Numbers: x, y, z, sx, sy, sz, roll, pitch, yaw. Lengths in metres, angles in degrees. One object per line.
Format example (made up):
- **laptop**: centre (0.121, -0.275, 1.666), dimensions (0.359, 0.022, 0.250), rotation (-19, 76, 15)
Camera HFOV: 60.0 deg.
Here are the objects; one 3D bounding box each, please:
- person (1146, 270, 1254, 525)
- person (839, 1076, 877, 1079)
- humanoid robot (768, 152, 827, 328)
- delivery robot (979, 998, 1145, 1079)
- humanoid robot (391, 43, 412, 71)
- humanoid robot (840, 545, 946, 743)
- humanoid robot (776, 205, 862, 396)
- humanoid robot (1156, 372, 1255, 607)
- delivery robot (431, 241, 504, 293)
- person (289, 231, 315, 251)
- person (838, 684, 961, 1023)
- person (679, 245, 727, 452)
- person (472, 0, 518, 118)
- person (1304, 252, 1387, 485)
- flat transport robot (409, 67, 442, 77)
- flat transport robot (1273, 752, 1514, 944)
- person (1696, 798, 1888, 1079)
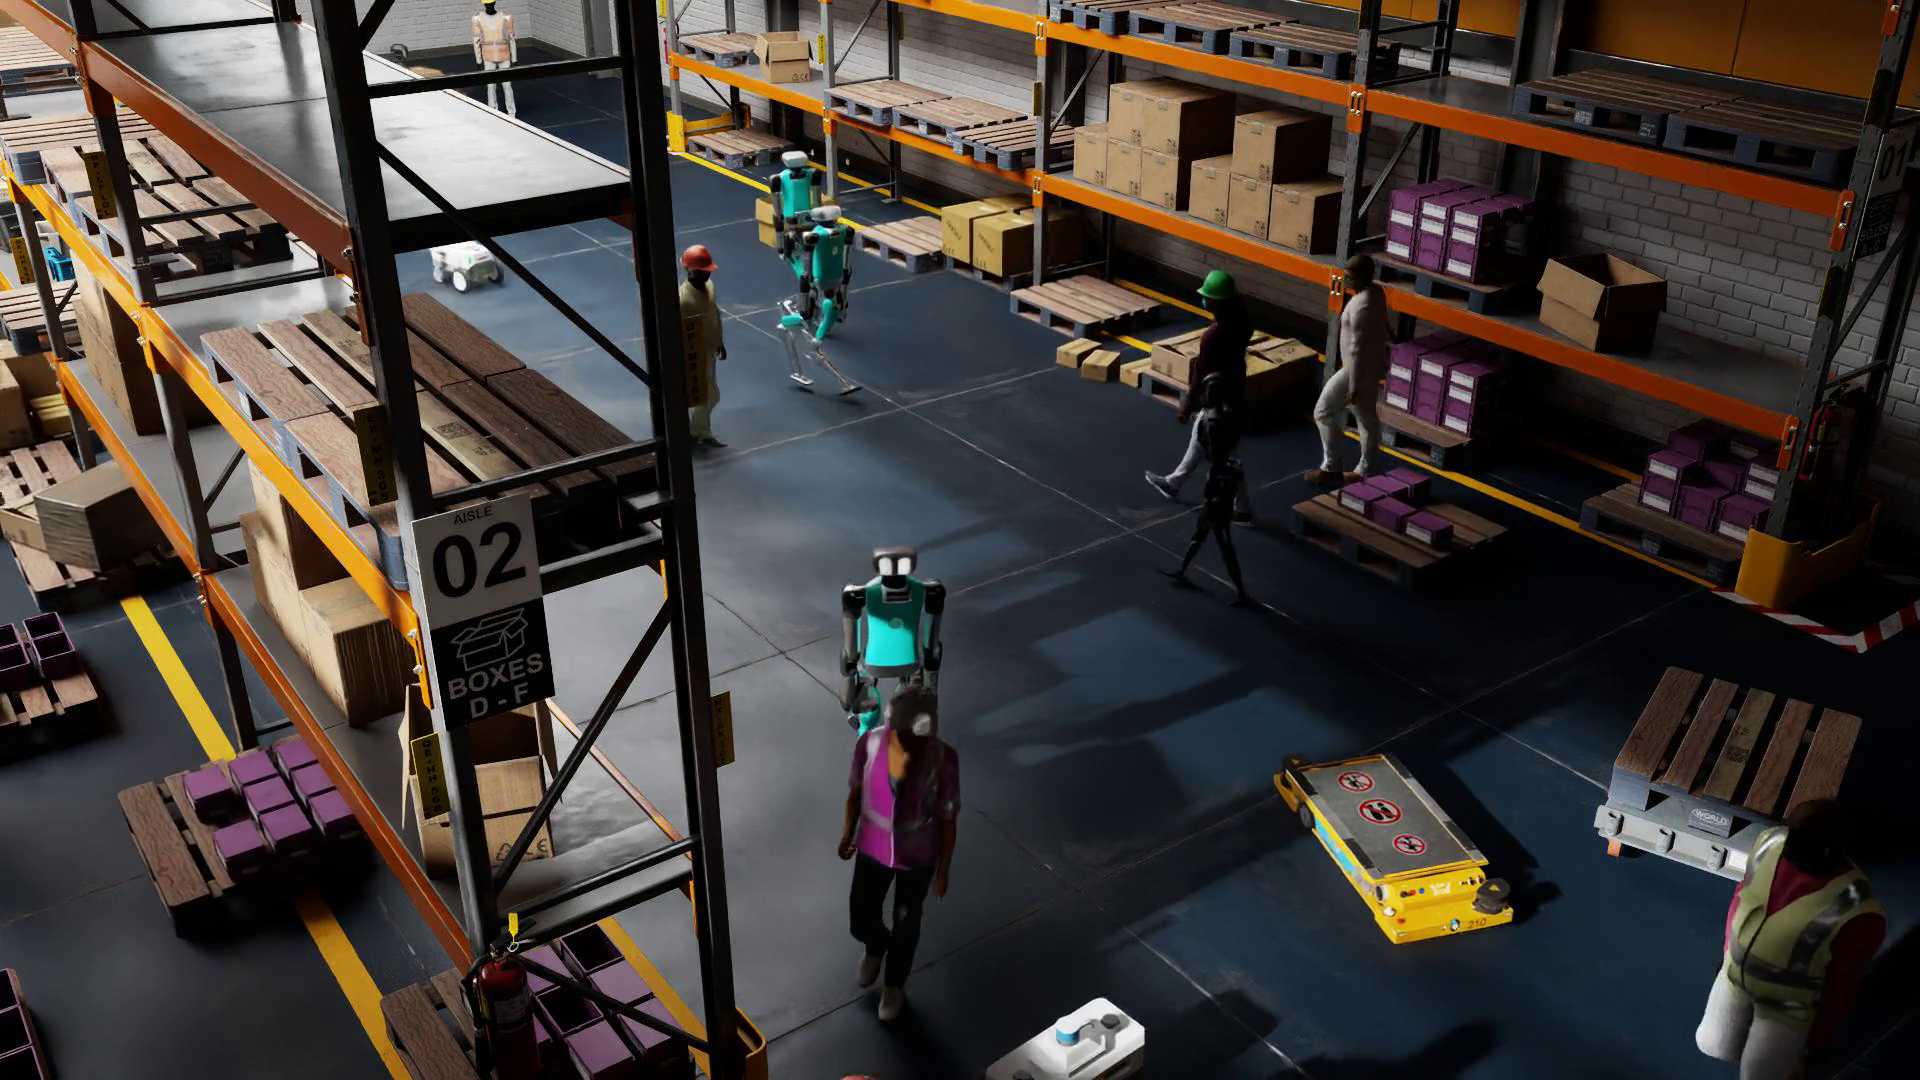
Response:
- **person**: centre (1.815, -1.065, 12.270), dimensions (0.989, 1.900, 0.504), rotation (17, 31, 30)
- **person**: centre (-0.314, 2.436, 5.543), dimensions (0.579, 1.692, 0.895), rotation (18, 32, 32)
- **humanoid robot**: centre (-1.468, -2.815, 15.950), dimensions (0.547, 1.728, 1.025), rotation (-14, 30, -26)
- **delivery robot**: centre (0.439, 2.297, 7.090), dimensions (0.765, 0.585, 0.499), rotation (-21, 33, -35)
- **humanoid robot**: centre (-7.182, -5.555, 21.490), dimensions (0.363, 1.656, 0.588), rotation (-11, 29, -21)
- **humanoid robot**: centre (-0.413, 0.719, 8.975), dimensions (0.552, 1.807, 0.898), rotation (-5, 27, -10)
- **humanoid robot**: centre (-1.267, -2.085, 14.504), dimensions (0.562, 1.737, 1.030), rotation (-24, 35, -39)
- **humanoid robot**: centre (1.695, -0.337, 11.134), dimensions (0.738, 1.625, 0.612), rotation (8, 28, 15)
- **delivery robot**: centre (-5.238, -2.957, 17.534), dimensions (0.769, 0.580, 0.499), rotation (20, 33, 34)
- **person**: centre (-5.969, -2.368, 15.187), dimensions (0.299, 1.622, 0.503), rotation (3, 27, 7)
- **person**: centre (-0.285, 1.399, 7.475), dimensions (0.580, 1.820, 0.419), rotation (5, 27, 11)
- **person**: centre (-2.065, -1.535, 13.407), dimensions (0.381, 1.737, 0.564), rotation (8, 28, 15)
- **person**: centre (-6.685, -6.958, 23.983), dimensions (0.593, 1.924, 0.375), rotation (-6, 27, -12)
- **person**: centre (2.980, -1.298, 12.735), dimensions (0.654, 1.911, 0.697), rotation (16, 31, 29)
- **flat transport robot**: centre (-7.762, -5.856, 23.636), dimensions (0.659, 0.231, 1.431), rotation (0, 27, 1)
- **flat transport robot**: centre (2.270, 1.580, 8.846), dimensions (0.659, 0.231, 1.431), rotation (-7, 28, -14)
- **person**: centre (3.306, 1.796, 6.681), dimensions (0.602, 1.821, 0.635), rotation (-9, 28, -17)
